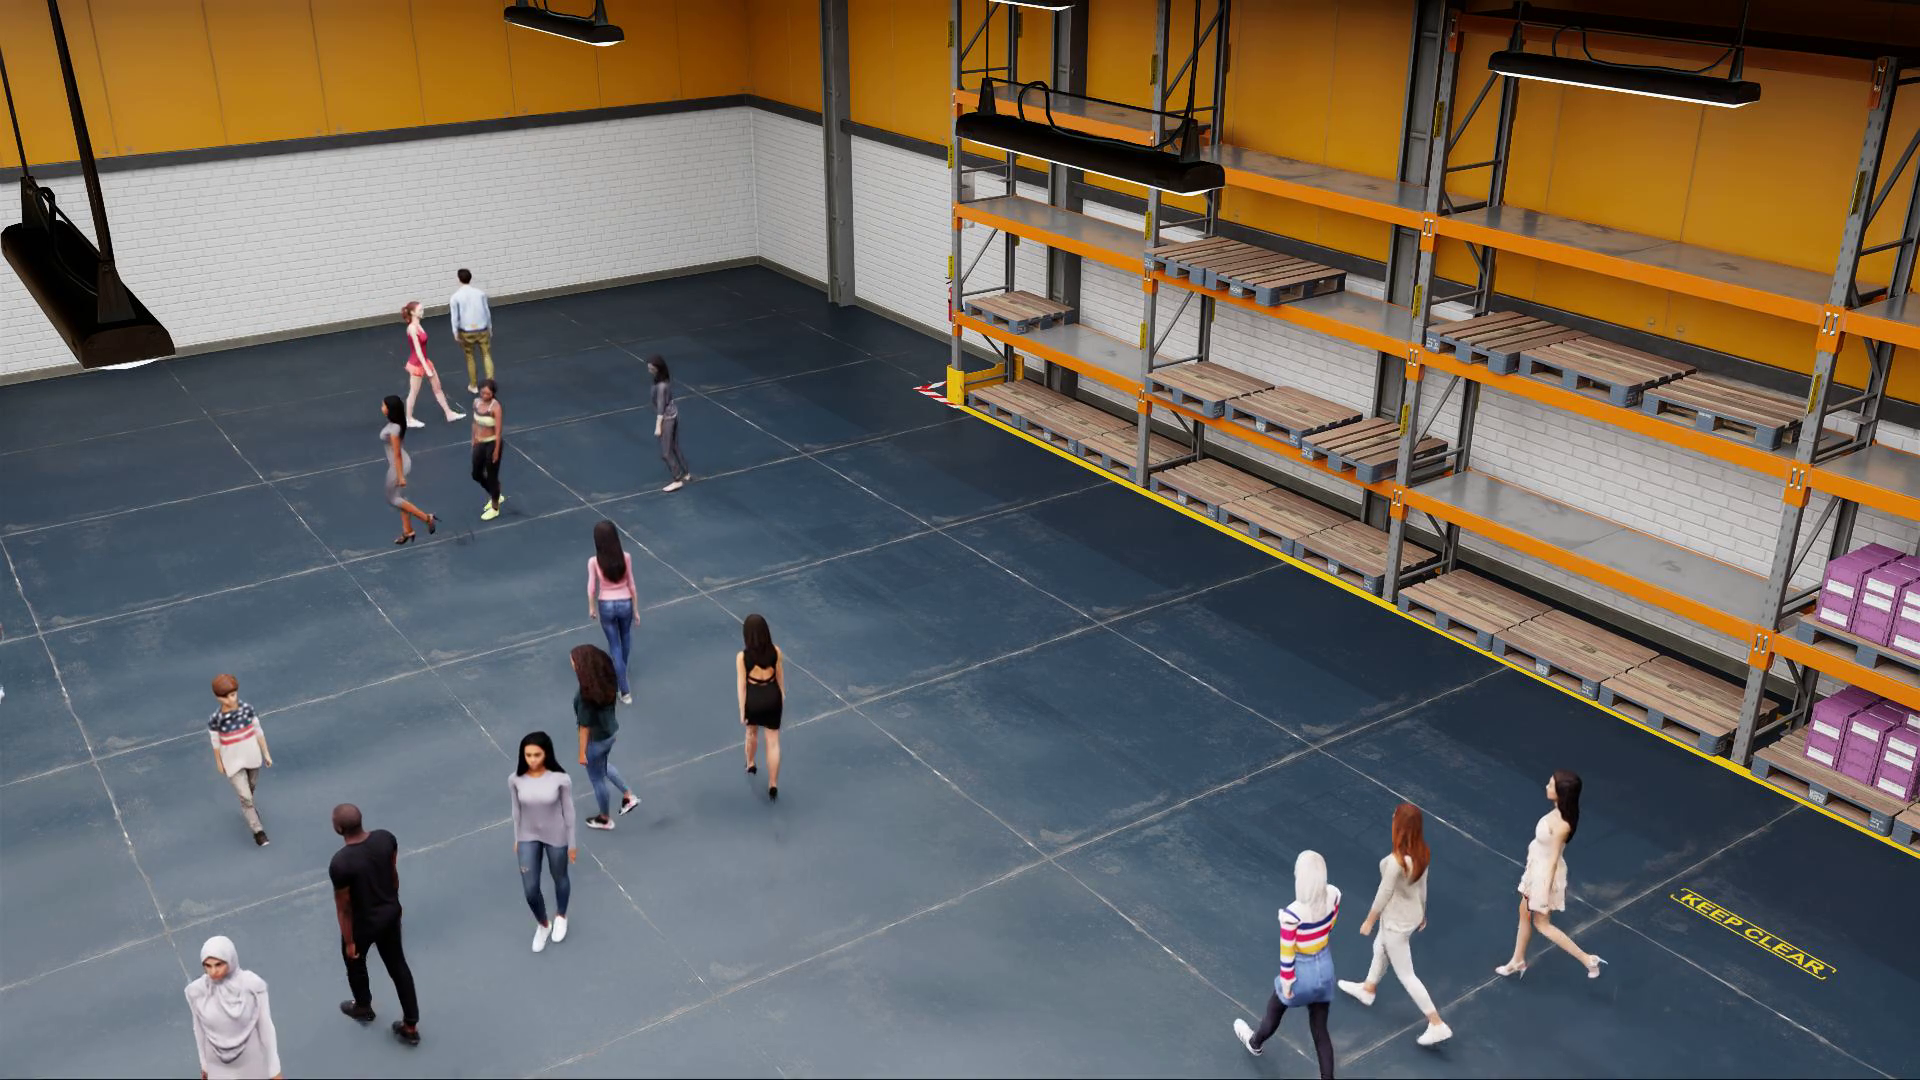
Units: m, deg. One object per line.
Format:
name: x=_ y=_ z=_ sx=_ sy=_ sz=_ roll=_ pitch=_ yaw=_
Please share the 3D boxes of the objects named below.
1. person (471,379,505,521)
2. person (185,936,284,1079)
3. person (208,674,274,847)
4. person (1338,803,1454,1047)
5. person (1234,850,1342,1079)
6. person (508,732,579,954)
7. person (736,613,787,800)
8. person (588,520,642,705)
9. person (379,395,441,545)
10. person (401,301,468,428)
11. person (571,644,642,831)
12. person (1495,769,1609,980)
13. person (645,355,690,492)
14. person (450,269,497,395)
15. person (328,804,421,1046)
person: x=-5.441 y=-1.079 z=19.330 sx=0.727 sy=1.736 sz=0.801 roll=17 pitch=29 yaw=34
person: x=-4.244 y=3.042 z=9.866 sx=0.755 sy=1.766 sz=0.781 roll=-4 pitch=24 yaw=-8
person: x=-5.794 y=1.707 z=13.370 sx=0.600 sy=1.405 sz=0.973 roll=-19 pitch=30 yaw=-37
person: x=3.000 y=2.569 z=11.053 sx=1.182 sy=1.681 sz=0.780 roll=18 pitch=30 yaw=36
person: x=2.244 y=2.790 z=10.451 sx=0.765 sy=1.760 sz=1.122 roll=-12 pitch=26 yaw=-25
person: x=-2.979 y=2.113 z=12.047 sx=0.775 sy=1.721 sz=0.818 roll=0 pitch=24 yaw=-1
person: x=-1.605 y=1.423 z=13.748 sx=0.741 sy=1.622 sz=0.923 roll=-6 pitch=24 yaw=-14
person: x=-3.158 y=0.690 z=15.319 sx=0.742 sy=1.707 sz=1.110 roll=-9 pitch=25 yaw=-20
person: x=-6.170 y=-0.766 z=18.573 sx=0.837 sy=1.769 sz=0.822 roll=-3 pitch=24 yaw=-6
person: x=-7.292 y=-2.313 z=22.173 sx=0.950 sy=1.720 sz=1.039 roll=-1 pitch=24 yaw=-3
person: x=-2.825 y=1.592 z=13.387 sx=0.881 sy=1.601 sz=0.821 roll=3 pitch=24 yaw=6
person: x=4.135 y=2.369 z=11.467 sx=1.035 sy=1.717 sz=0.886 roll=9 pitch=25 yaw=20
person: x=-3.515 y=-1.441 z=20.177 sx=0.938 sy=1.721 sz=0.805 roll=4 pitch=24 yaw=10
person: x=-6.856 y=-2.937 z=23.491 sx=0.743 sy=1.808 sz=0.705 roll=-11 pitch=26 yaw=-24
person: x=-3.799 y=2.561 z=10.936 sx=1.062 sy=1.790 sz=0.894 roll=16 pitch=29 yaw=33
